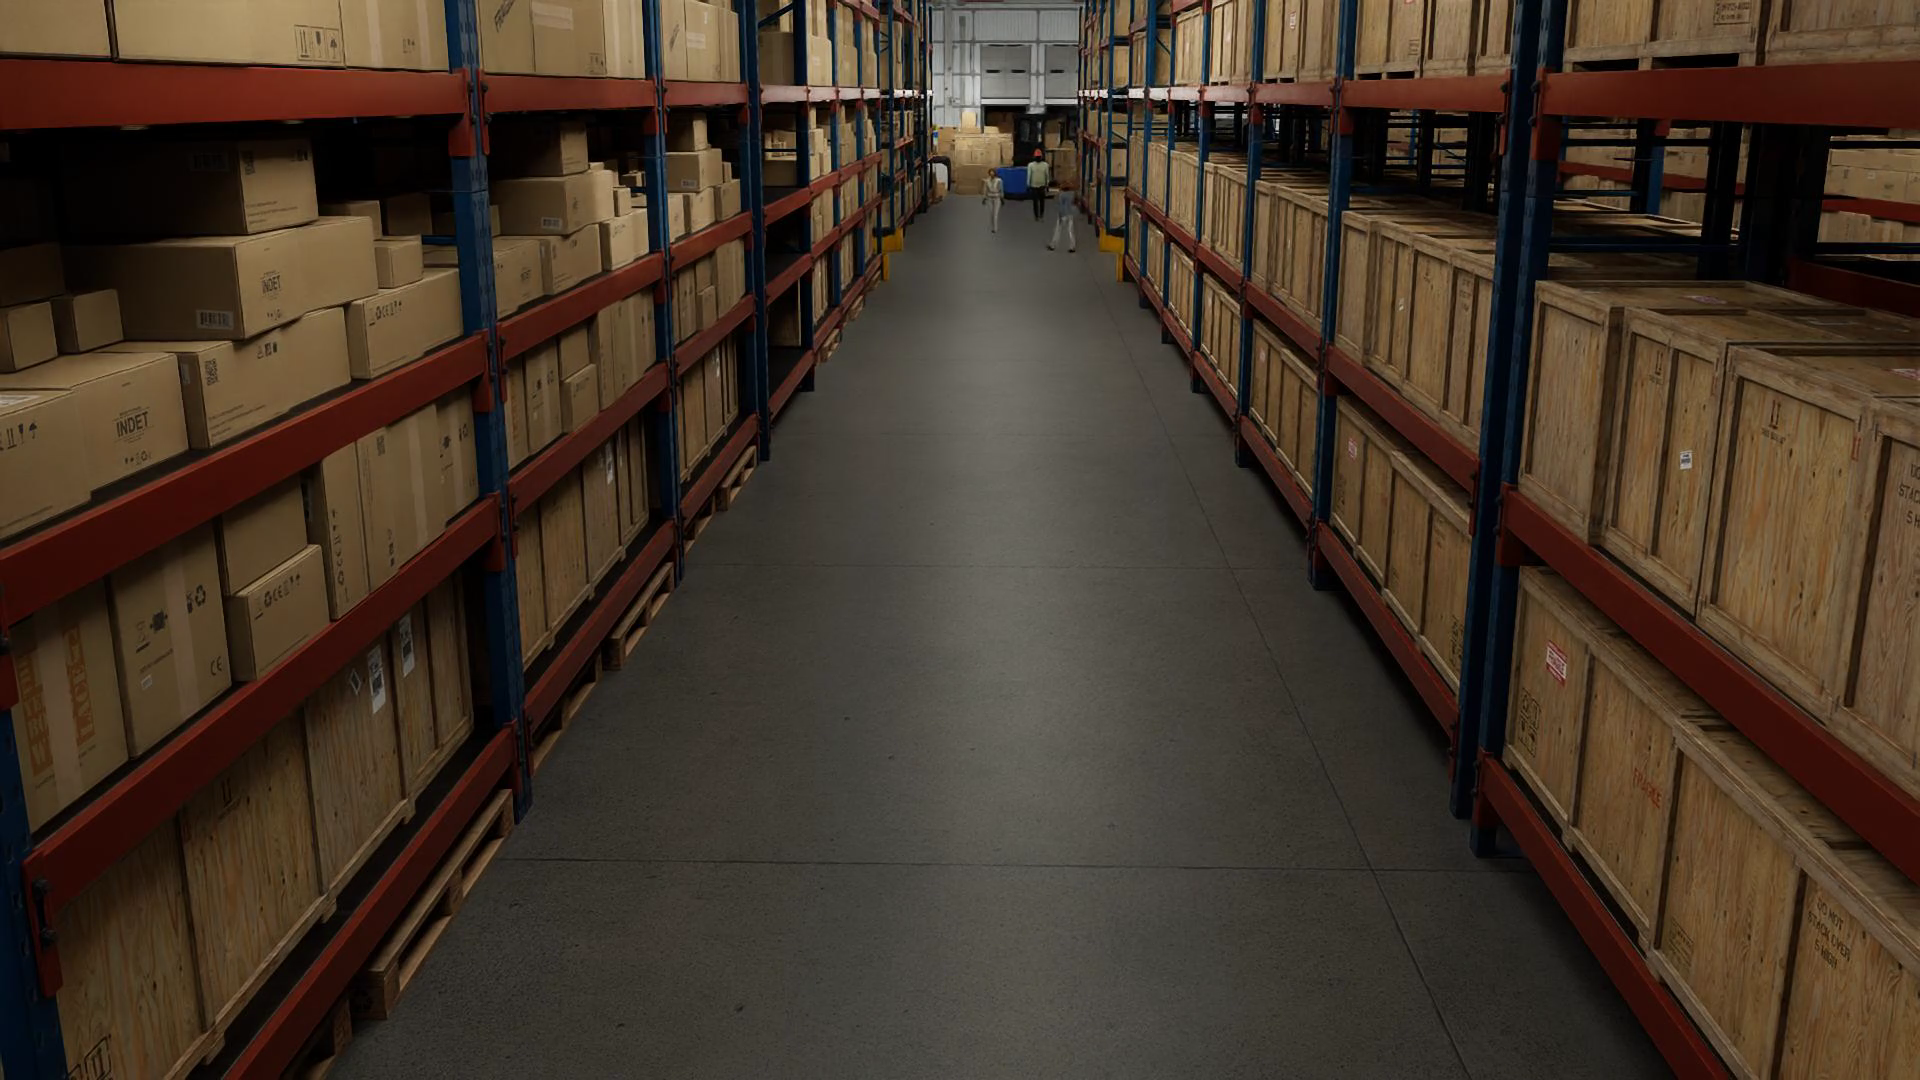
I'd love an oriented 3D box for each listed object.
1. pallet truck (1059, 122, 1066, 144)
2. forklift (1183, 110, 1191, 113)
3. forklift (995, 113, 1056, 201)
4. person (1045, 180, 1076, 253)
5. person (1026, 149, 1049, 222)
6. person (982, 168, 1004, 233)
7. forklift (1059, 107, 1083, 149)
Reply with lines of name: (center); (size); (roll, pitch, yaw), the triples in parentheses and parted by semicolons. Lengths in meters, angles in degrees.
pallet truck: (5.788, -21.111, 88.014); (1.885, 1.965, 0.823); (5, 16, 18)
forklift: (8.725, -15.691, 66.172); (1.129, 2.768, 1.873); (-14, 21, -42)
forklift: (2.127, -12.603, 54.683); (1.873, 2.768, 1.129); (-14, 20, -42)
person: (2.293, -7.193, 36.996); (0.507, 1.588, 0.827); (-12, 19, -38)
person: (2.132, -9.750, 45.795); (0.641, 1.960, 0.823); (1, 15, 4)
person: (0.822, -8.594, 42.167); (0.540, 1.601, 0.790); (5, 16, 18)
forklift: (5.327, -18.690, 77.331); (1.129, 2.768, 1.873); (-7, 17, -25)
